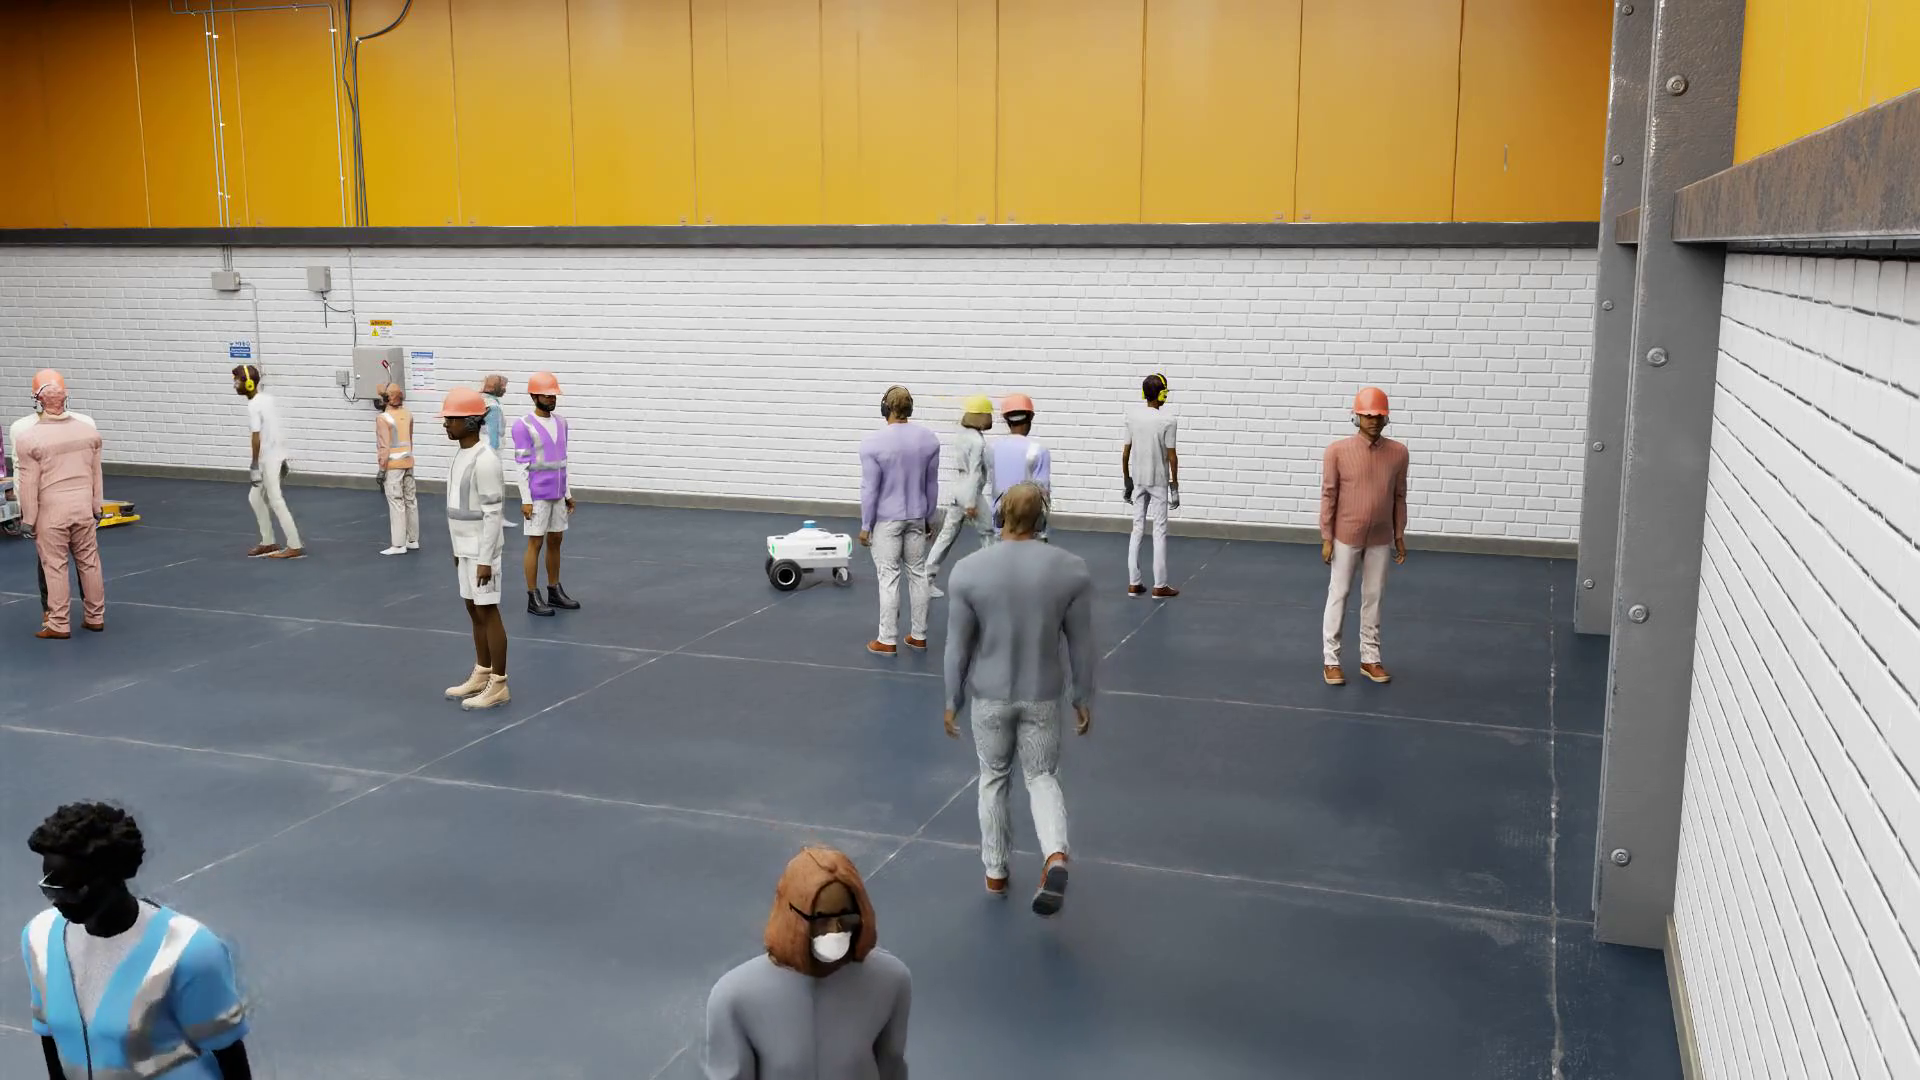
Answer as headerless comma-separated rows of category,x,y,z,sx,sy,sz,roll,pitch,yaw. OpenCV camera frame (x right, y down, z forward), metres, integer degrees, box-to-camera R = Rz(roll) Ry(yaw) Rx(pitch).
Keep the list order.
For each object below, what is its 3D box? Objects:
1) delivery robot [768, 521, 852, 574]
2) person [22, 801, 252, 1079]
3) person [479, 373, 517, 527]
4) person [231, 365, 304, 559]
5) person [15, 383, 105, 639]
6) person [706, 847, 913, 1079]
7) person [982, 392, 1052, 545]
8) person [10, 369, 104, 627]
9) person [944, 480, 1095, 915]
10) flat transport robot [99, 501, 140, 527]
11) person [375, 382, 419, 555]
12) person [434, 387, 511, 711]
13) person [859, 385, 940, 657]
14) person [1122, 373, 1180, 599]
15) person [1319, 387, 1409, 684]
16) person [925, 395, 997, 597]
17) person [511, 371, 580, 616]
delivery robot,-1.289,0.078,14.300,0.707,0.478,0.477,-2,10,-11
person,-1.925,1.377,4.111,0.541,1.660,0.637,3,11,19
person,-4.851,-0.898,17.047,0.487,1.626,0.556,-4,11,-22
person,-6.463,-0.707,15.410,0.656,1.826,0.539,-2,10,-14
person,-6.713,-0.215,12.408,0.410,1.909,0.642,5,11,28
person,-0.355,1.458,3.886,0.495,1.599,0.852,-3,11,-17
person,0.388,-0.103,11.868,0.543,1.887,0.826,5,11,24
person,-6.927,-0.321,12.803,0.608,1.986,0.403,-7,12,-35
person,0.267,0.701,7.251,0.660,1.912,0.721,-1,10,-4
flat transport robot,-9.403,-0.294,17.458,1.431,0.197,0.652,4,11,23
person,-5.341,-0.677,15.755,0.311,1.642,0.514,3,10,14
person,-3.081,0.053,10.510,0.378,2.045,0.605,-6,12,-32
person,-0.441,-0.133,11.861,0.630,1.940,0.372,-6,12,-32
person,1.591,-0.450,13.836,0.526,1.869,0.315,7,12,35
person,2.701,-0.028,11.102,0.612,1.995,0.392,-2,10,-9
person,0.048,-0.355,13.810,0.905,1.693,0.487,-5,11,-24
person,-3.279,-0.374,13.217,0.354,1.938,0.544,6,12,29
